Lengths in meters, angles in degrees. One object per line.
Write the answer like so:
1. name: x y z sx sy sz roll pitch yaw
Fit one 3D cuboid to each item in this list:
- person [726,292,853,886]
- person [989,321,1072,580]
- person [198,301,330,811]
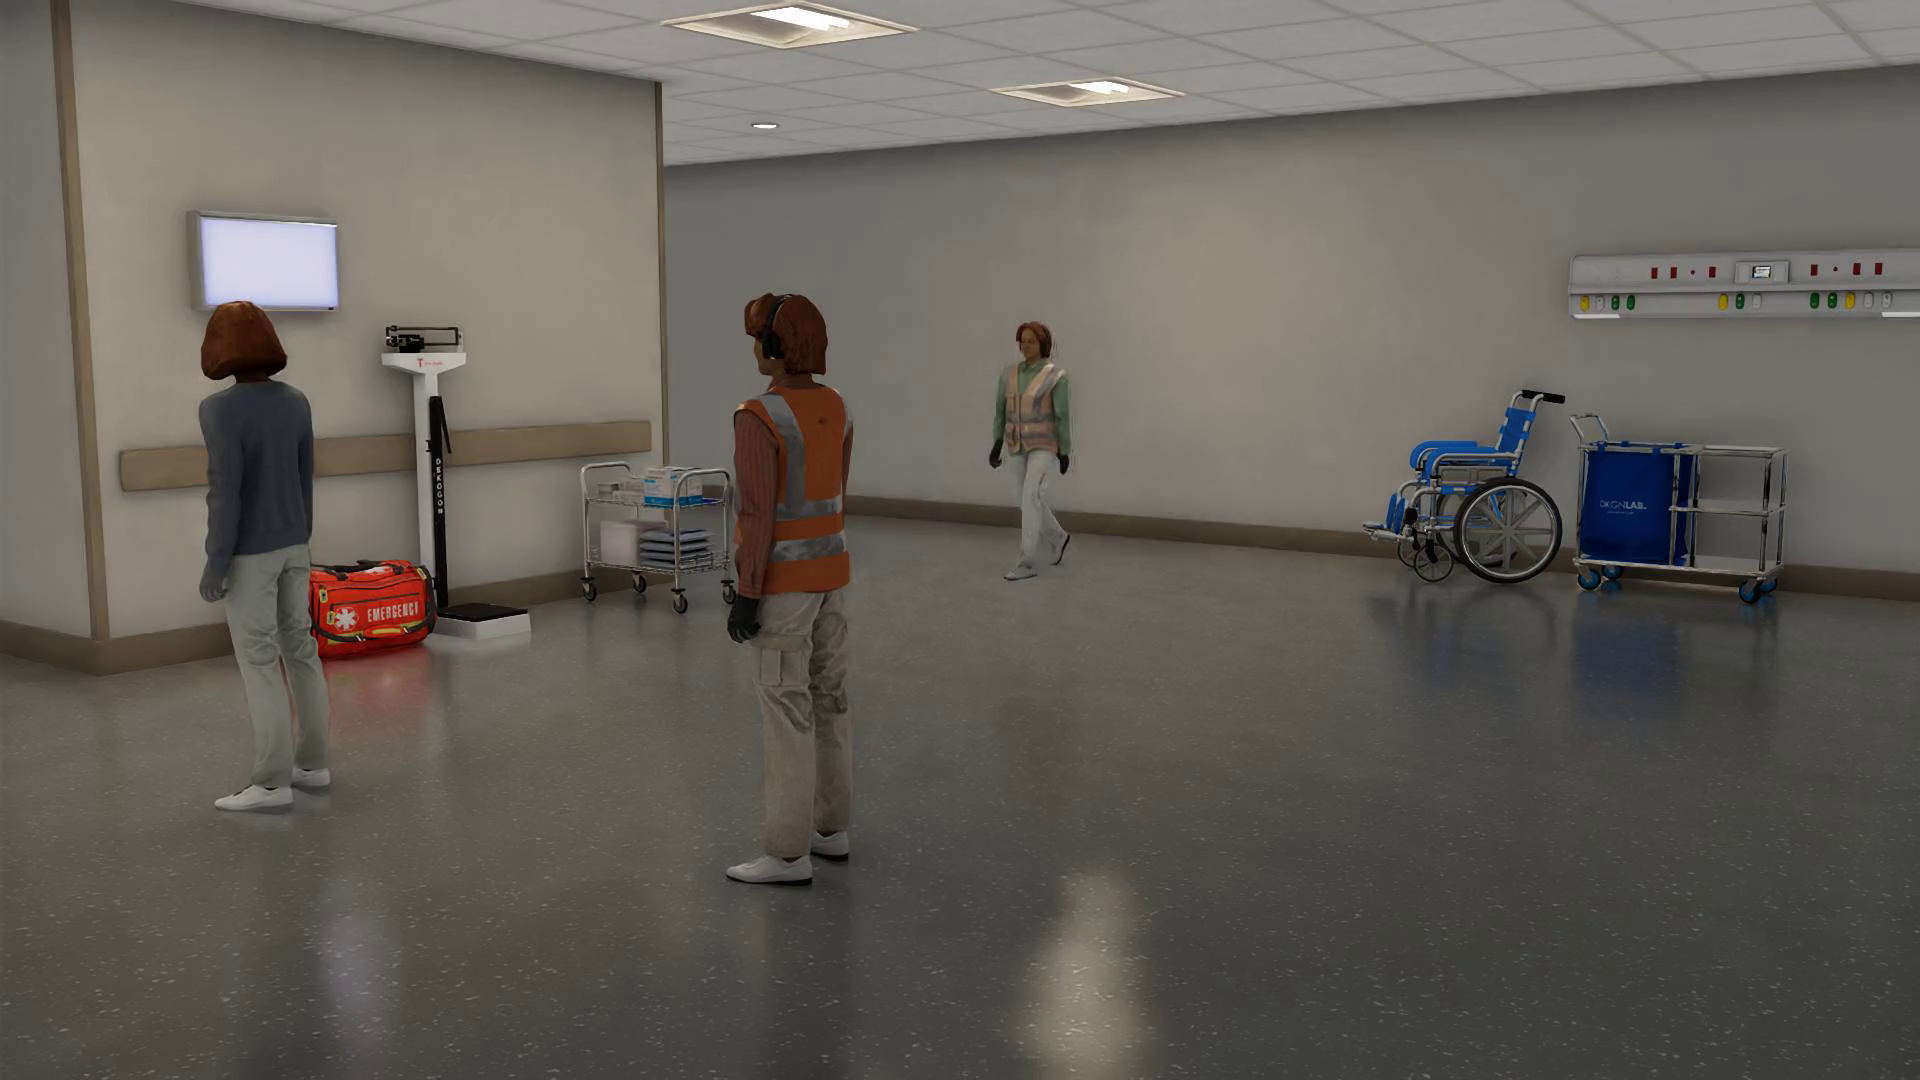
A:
1. person: -0.465 0.137 4.646 0.309 1.641 0.514 3 8 25
2. person: 0.503 -0.579 10.528 0.516 1.608 0.774 6 9 41
3. person: -2.258 0.053 5.353 0.281 1.631 0.507 2 7 13
